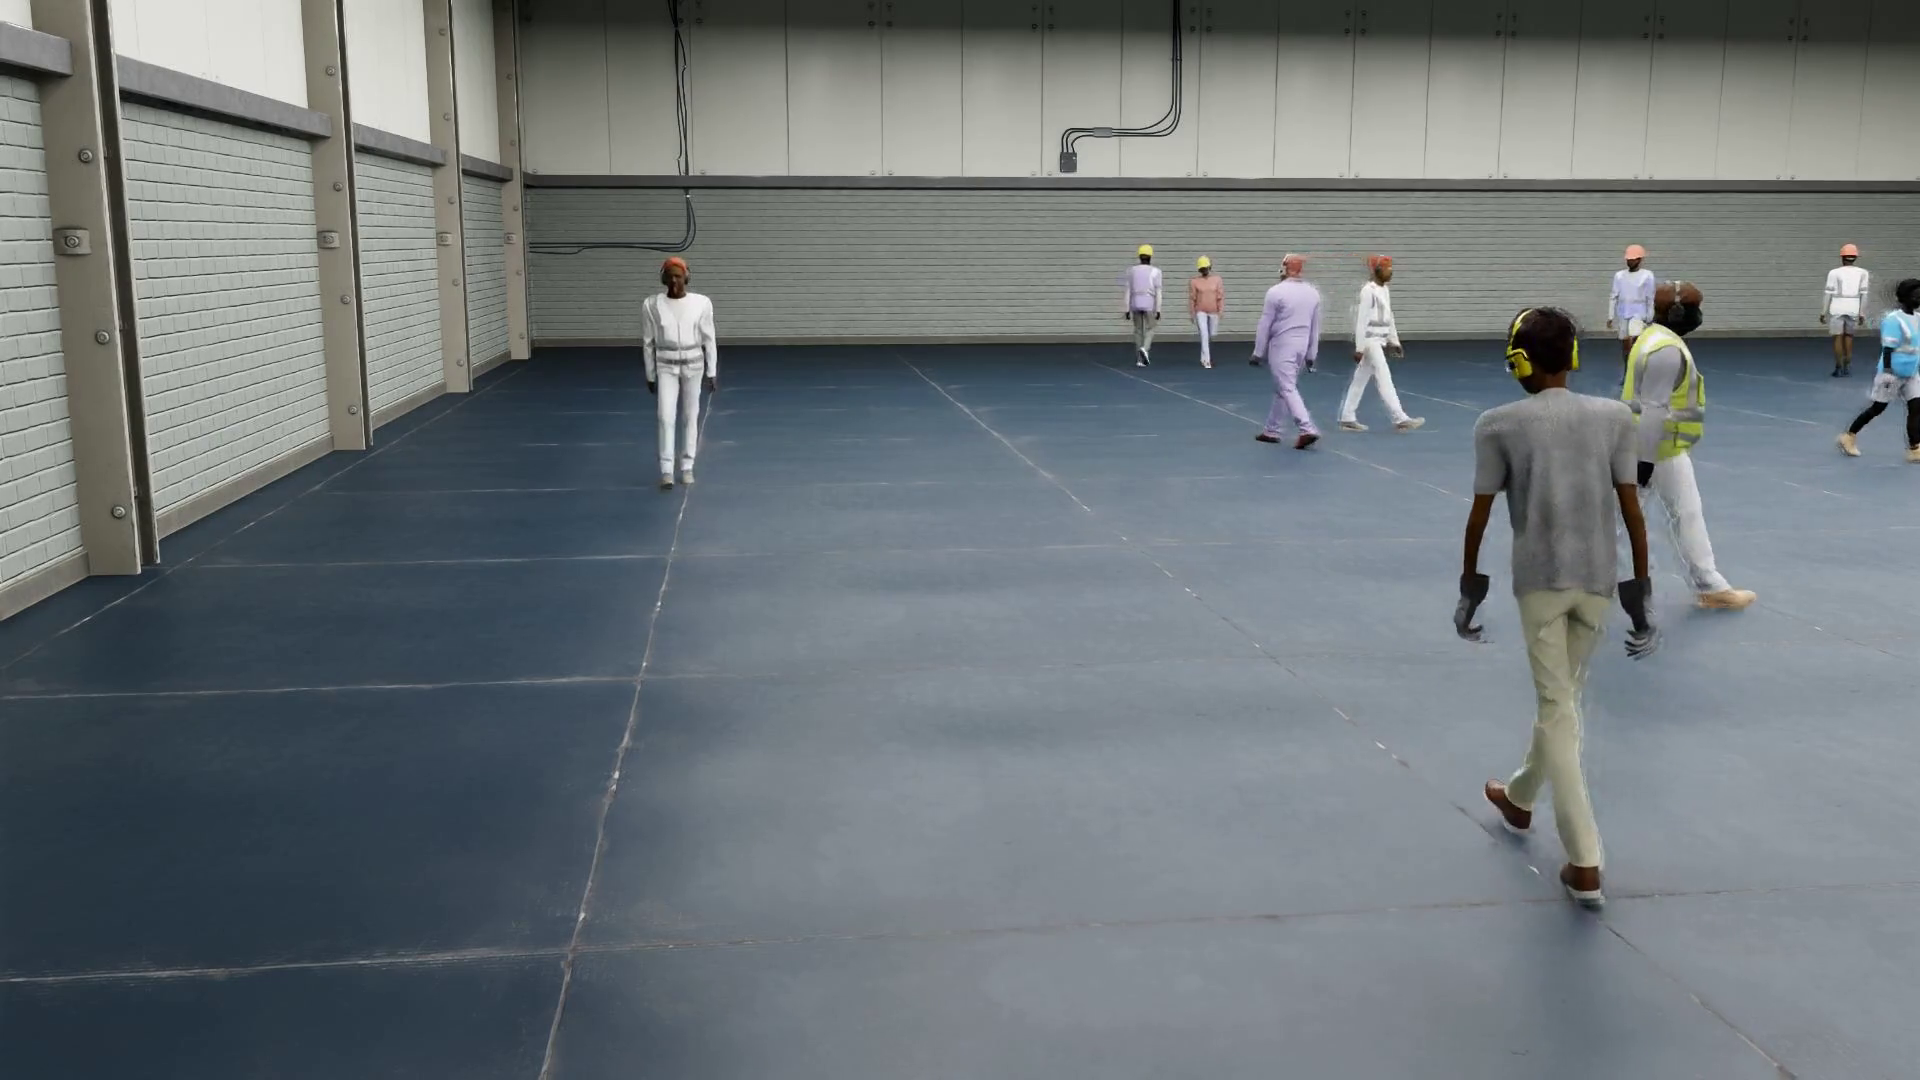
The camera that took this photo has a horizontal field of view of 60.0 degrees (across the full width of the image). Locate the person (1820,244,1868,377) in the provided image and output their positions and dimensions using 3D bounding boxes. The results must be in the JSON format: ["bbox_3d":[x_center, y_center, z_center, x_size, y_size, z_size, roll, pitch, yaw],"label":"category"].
[{"bbox_3d":[12.805,-3.326,24.167,0.545,1.917,0.653,1,10,4],"label":"person"}]

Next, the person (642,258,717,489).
[{"bbox_3d":[-2.248,-1.329,13.393,0.582,1.846,0.910,-2,11,-11],"label":"person"}]

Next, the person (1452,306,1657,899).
[{"bbox_3d":[1.887,0.165,5.338,0.524,1.794,0.983,0,10,-1],"label":"person"}]

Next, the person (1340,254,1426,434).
[{"bbox_3d":[4.391,-2.009,17.159,0.982,1.834,0.581,5,12,26],"label":"person"}]

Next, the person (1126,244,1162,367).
[{"bbox_3d":[2.844,-3.633,25.853,0.588,1.913,0.536,4,11,21],"label":"person"}]

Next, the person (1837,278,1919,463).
[{"bbox_3d":[8.433,-1.537,15.038,0.539,1.665,0.839,-6,12,-29],"label":"person"}]

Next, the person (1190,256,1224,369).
[{"bbox_3d":[3.808,-3.536,25.783,0.537,1.732,0.722,0,10,-2],"label":"person"}]

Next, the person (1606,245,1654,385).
[{"bbox_3d":[9.087,-3.037,22.588,0.632,1.914,0.548,-9,14,-41],"label":"person"}]

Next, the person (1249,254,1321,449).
[{"bbox_3d":[3.186,-1.823,16.056,0.642,1.871,0.957,-7,13,-35],"label":"person"}]

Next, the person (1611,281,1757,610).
[{"bbox_3d":[3.837,-0.518,9.121,1.004,1.790,0.644,3,11,14],"label":"person"}]
